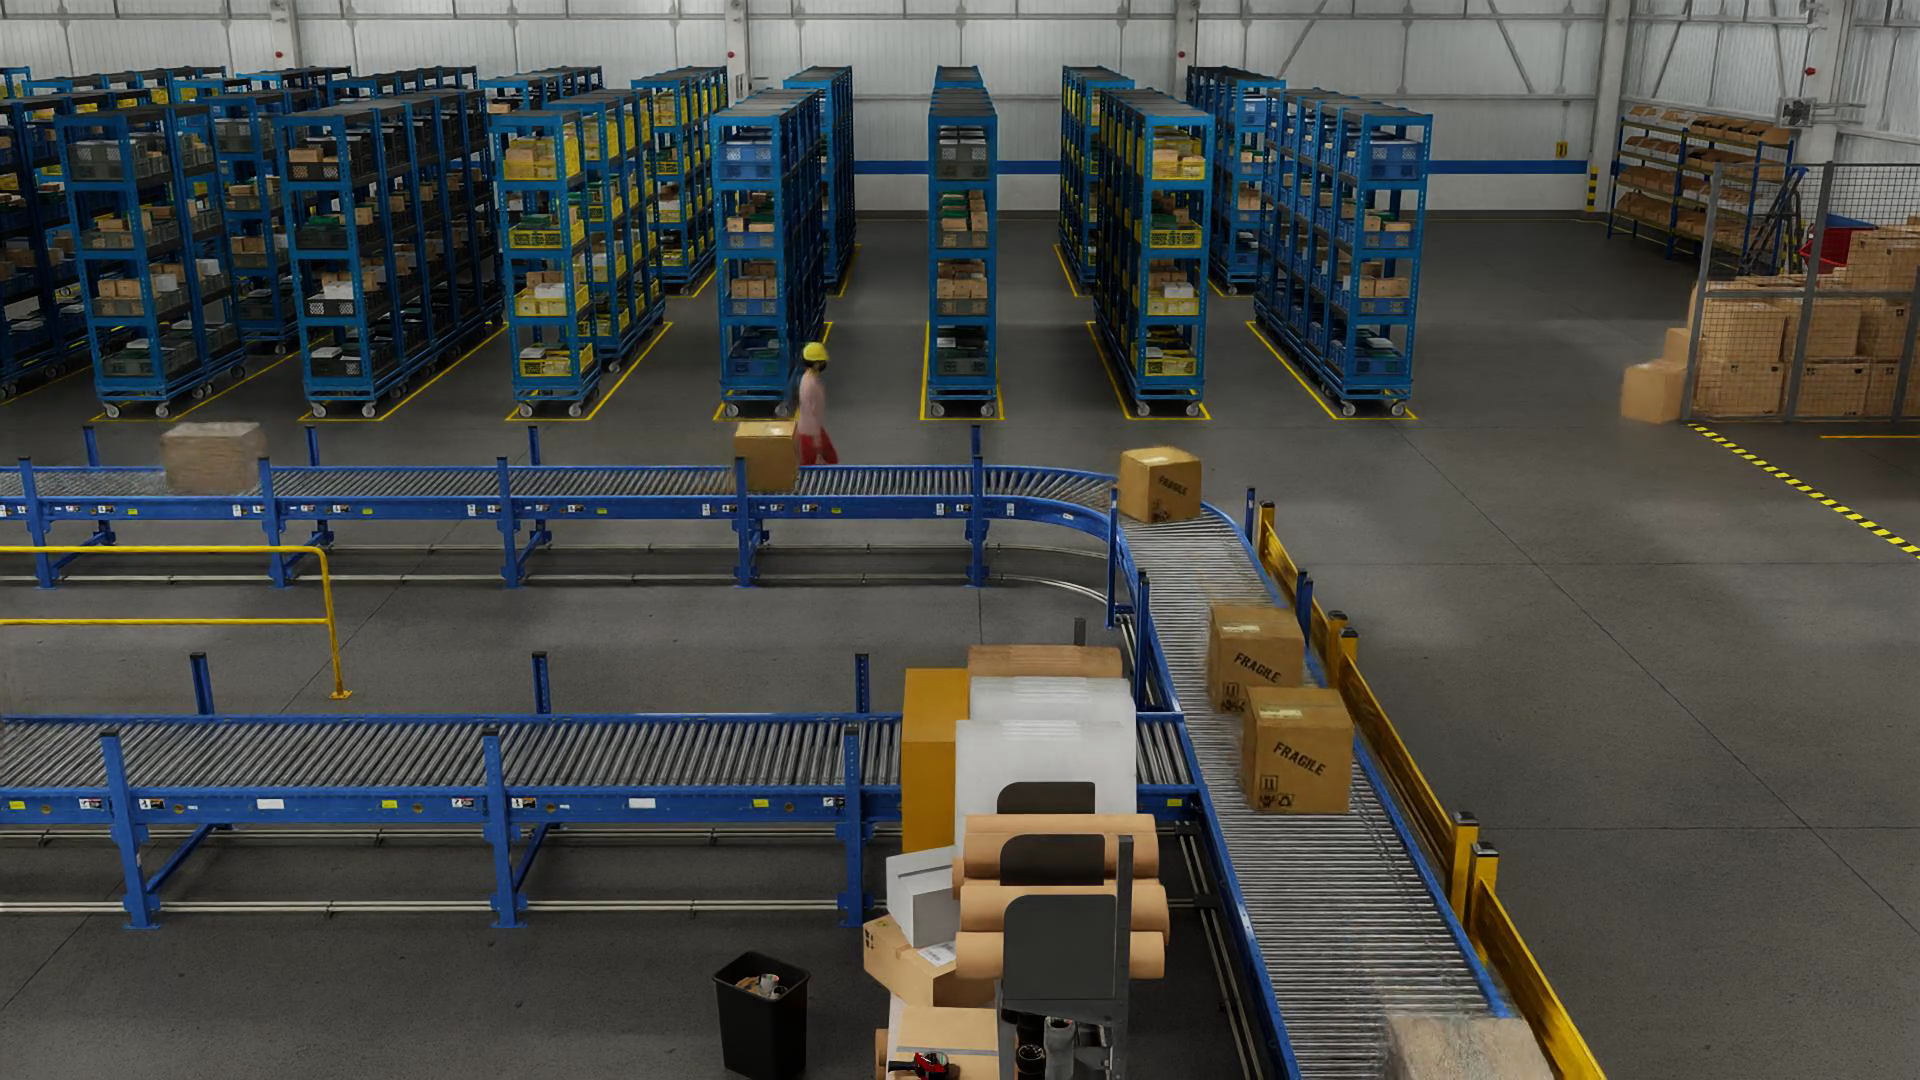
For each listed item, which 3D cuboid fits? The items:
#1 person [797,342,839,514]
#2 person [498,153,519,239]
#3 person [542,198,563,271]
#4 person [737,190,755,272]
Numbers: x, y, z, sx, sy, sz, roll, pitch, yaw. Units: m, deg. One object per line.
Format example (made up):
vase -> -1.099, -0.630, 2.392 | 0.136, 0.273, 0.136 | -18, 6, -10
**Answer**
person -> -1.341, -1.046, 16.024 | 0.591, 1.746, 0.550 | 1, 18, 2
person -> -9.516, -7.215, 34.897 | 0.546, 1.826, 0.599 | -4, 19, -13
person -> -6.454, -4.585, 26.794 | 0.591, 1.834, 0.404 | -5, 19, -16
person -> -3.924, -5.889, 30.556 | 0.401, 1.989, 0.623 | -4, 19, -13
